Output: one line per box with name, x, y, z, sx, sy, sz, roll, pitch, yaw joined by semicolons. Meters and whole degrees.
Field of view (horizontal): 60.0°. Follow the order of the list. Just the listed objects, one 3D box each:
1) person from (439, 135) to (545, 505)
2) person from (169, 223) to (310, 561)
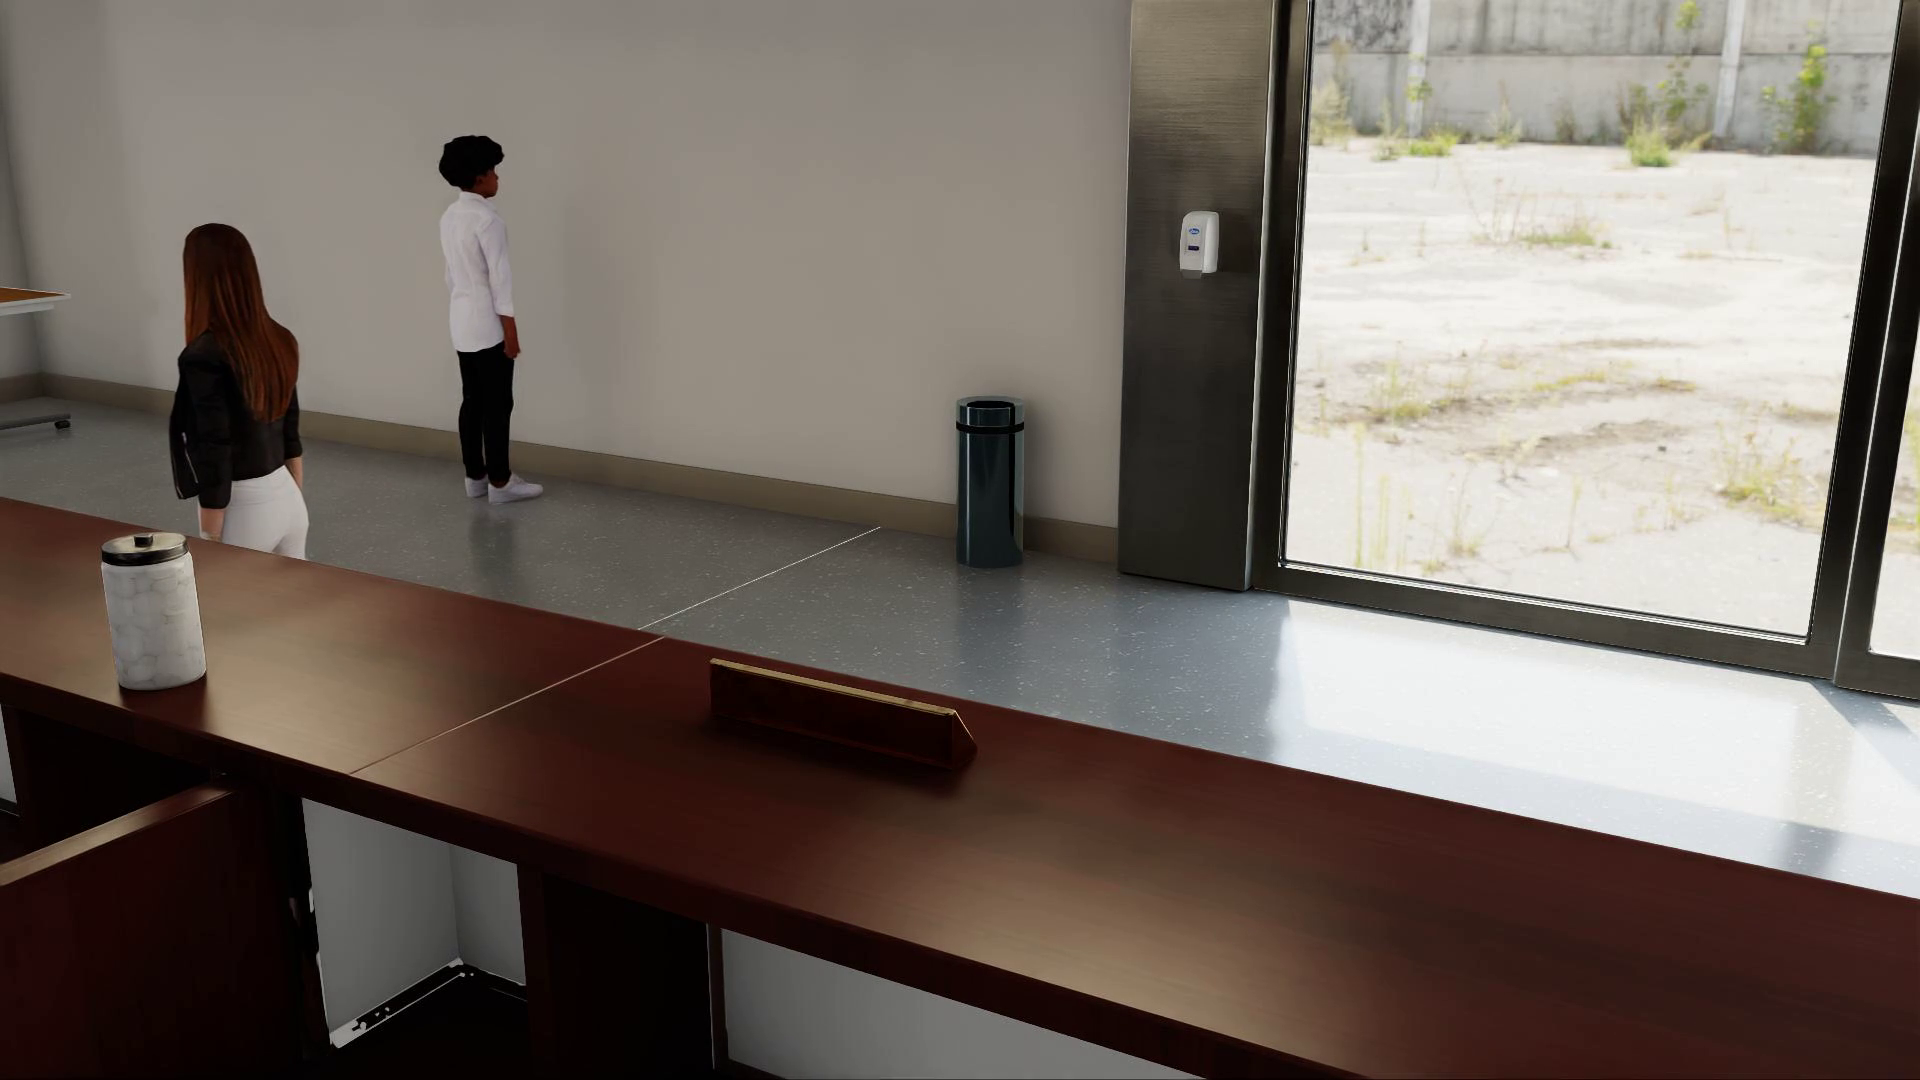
person;-2.384;-1.098;8.309;0.680;1.809;0.637;15;22;42
person;-2.040;-0.056;4.808;0.725;1.703;0.559;4;16;13
